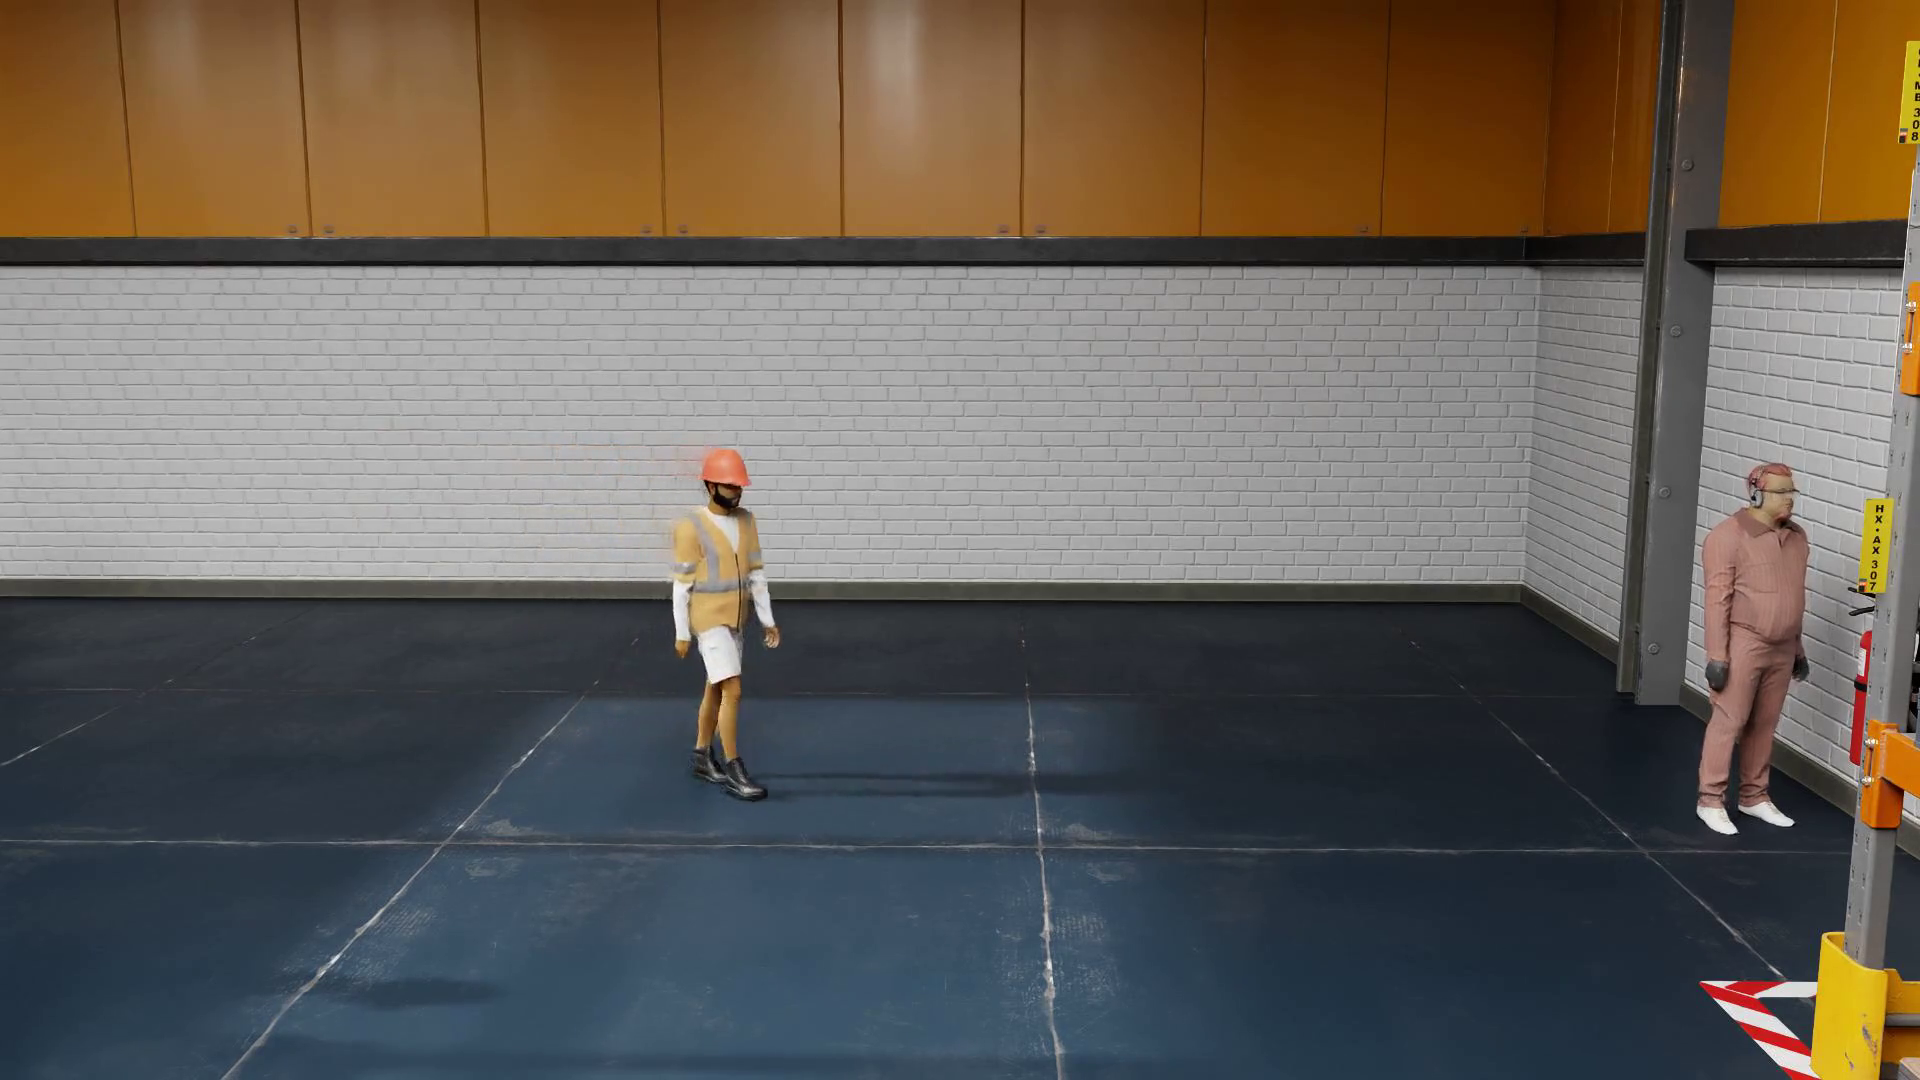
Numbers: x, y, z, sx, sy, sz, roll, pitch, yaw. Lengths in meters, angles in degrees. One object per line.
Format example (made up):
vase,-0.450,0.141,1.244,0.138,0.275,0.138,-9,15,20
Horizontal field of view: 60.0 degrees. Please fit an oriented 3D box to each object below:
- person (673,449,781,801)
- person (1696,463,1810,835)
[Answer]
person,-1.232,0.454,9.130,0.792,1.905,0.551,6,11,32
person,4.120,0.556,8.561,0.679,1.906,0.402,-4,10,-24
